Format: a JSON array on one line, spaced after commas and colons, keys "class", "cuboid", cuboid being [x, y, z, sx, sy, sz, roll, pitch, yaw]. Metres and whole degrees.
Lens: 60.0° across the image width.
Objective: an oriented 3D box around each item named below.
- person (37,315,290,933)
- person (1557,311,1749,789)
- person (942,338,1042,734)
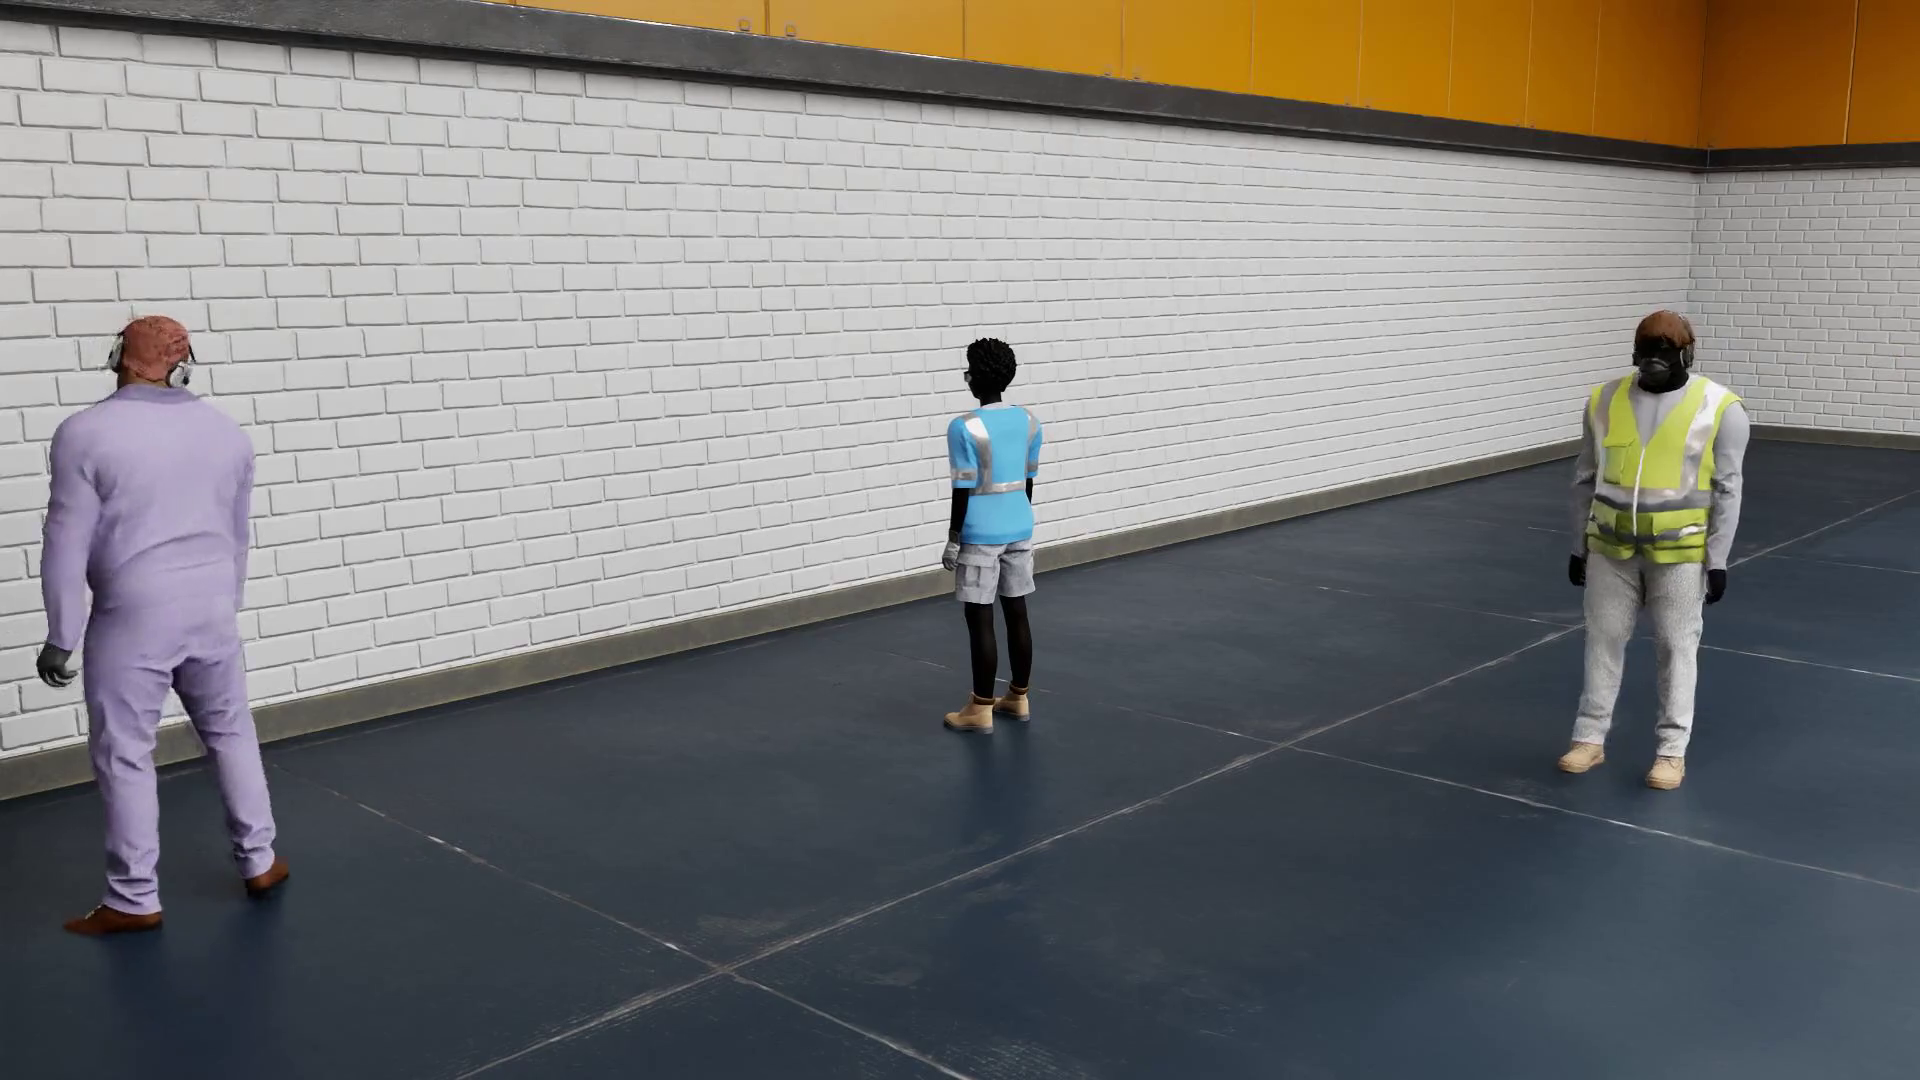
[{"class": "person", "cuboid": [-2.464, 0.261, 5.134, 0.436, 1.880, 0.730, 6, 11, 29]}, {"class": "person", "cuboid": [2.668, 0.039, 6.458, 0.648, 1.835, 0.429, 8, 13, 38]}, {"class": "person", "cuboid": [0.131, -0.017, 7.159, 0.318, 1.697, 0.533, 9, 14, 42]}]
